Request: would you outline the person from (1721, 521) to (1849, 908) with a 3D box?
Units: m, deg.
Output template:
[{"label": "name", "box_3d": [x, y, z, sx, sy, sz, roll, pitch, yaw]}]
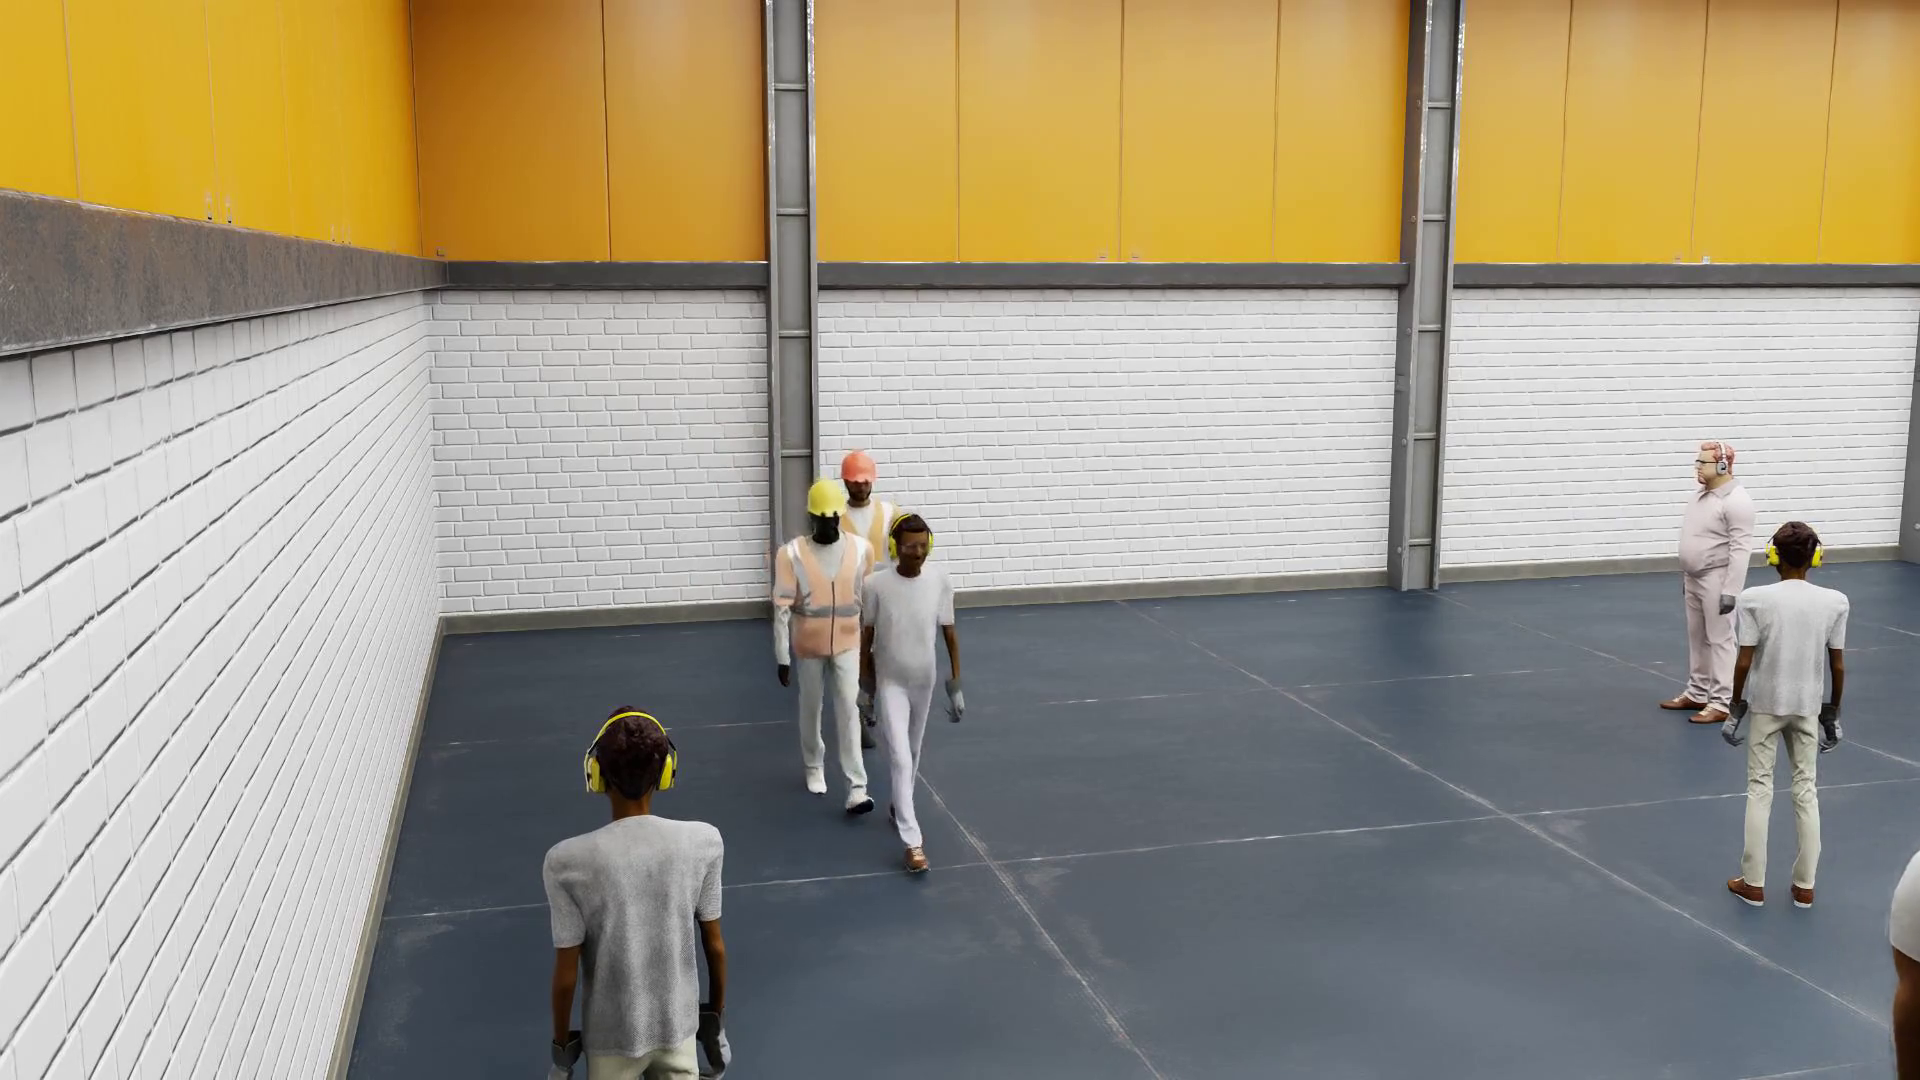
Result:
[{"label": "person", "box_3d": [3.946, 0.832, 7.983, 0.535, 1.863, 0.331, 2, 9, 10]}]

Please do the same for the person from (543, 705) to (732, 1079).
[{"label": "person", "box_3d": [-0.885, 1.376, 4.581, 0.521, 1.866, 0.325, -5, 10, -27]}]

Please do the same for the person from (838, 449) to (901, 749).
[{"label": "person", "box_3d": [-0.635, 0.366, 10.704, 0.573, 1.925, 0.505, -2, 9, -13]}]

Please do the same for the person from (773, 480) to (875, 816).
[{"label": "person", "box_3d": [-0.745, 0.599, 9.386, 0.617, 1.869, 0.989, -3, 10, -17]}]

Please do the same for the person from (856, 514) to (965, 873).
[{"label": "person", "box_3d": [-0.255, 0.751, 8.682, 0.518, 1.812, 1.012, -3, 10, -18]}]

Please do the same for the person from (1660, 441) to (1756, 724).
[{"label": "person", "box_3d": [5.069, 0.284, 11.267, 0.399, 1.909, 0.642, 0, 9, -3]}]
